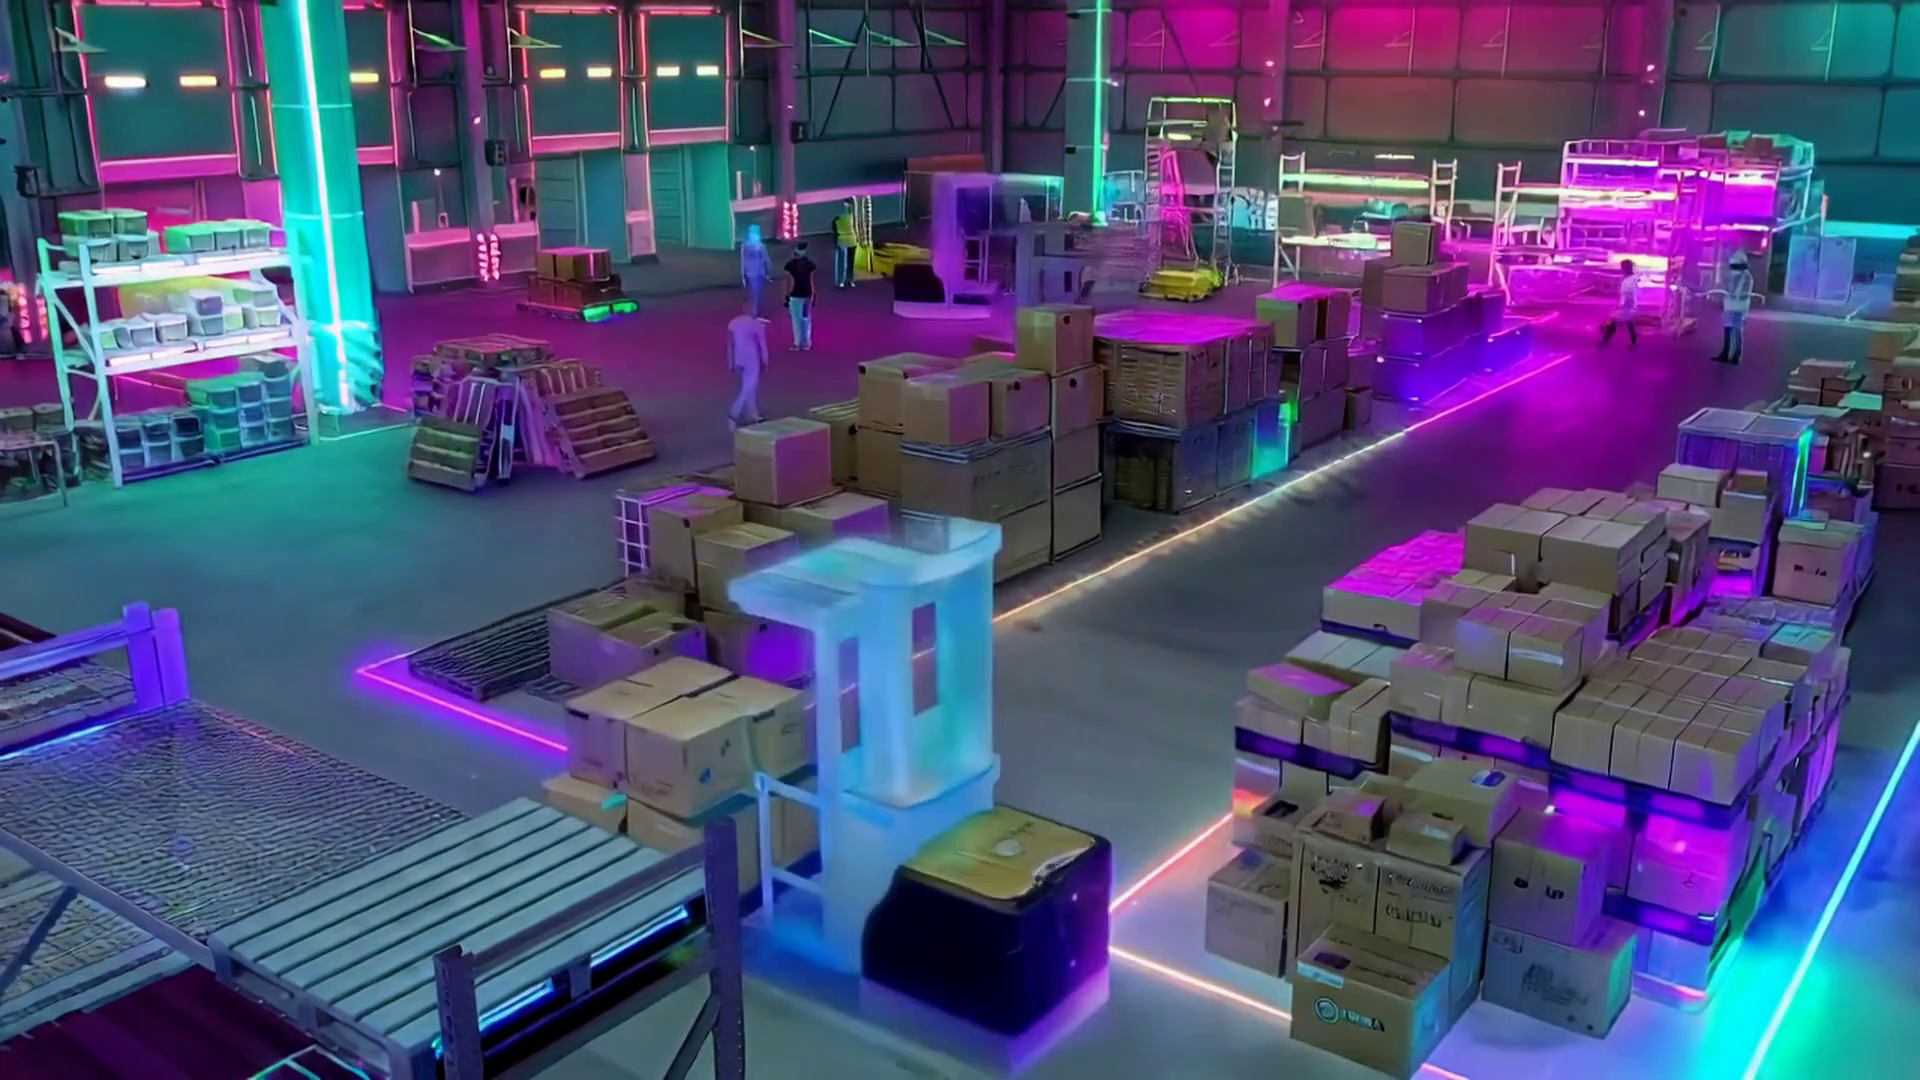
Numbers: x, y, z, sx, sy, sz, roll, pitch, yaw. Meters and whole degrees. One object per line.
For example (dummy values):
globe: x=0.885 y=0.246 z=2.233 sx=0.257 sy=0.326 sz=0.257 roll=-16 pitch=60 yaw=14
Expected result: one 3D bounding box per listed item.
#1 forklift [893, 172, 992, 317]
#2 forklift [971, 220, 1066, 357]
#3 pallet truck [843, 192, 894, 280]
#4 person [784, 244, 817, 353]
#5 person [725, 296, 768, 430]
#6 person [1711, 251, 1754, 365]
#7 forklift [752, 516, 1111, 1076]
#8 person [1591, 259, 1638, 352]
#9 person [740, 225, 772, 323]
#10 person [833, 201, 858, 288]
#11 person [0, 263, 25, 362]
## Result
forklift: x=-0.359 y=-5.968 z=33.535 sx=1.873 sy=2.768 sz=1.129 roll=3 pitch=17 yaw=9
forklift: x=1.164 y=-3.338 z=24.826 sx=1.873 sy=2.768 sz=1.129 roll=12 pitch=21 yaw=35
pallet truck: x=-1.936 y=-7.159 z=38.982 sx=1.885 sy=1.965 sz=0.823 roll=-12 pitch=21 yaw=-34
person: x=-2.845 y=-4.308 z=29.666 sx=0.636 sy=1.931 sz=0.377 roll=-9 pitch=19 yaw=-28
person: x=-3.092 y=-2.518 z=23.791 sx=0.623 sy=1.910 sz=0.871 roll=12 pitch=21 yaw=35
person: x=13.309 y=-3.991 z=28.596 sx=0.356 sy=1.938 sz=0.544 roll=-6 pitch=18 yaw=-18
forklift: x=-0.154 y=1.317 z=9.414 sx=1.873 sy=2.768 sz=1.129 roll=12 pitch=21 yaw=35
person: x=11.805 y=-4.195 z=29.734 sx=0.858 sy=1.652 sz=0.540 roll=5 pitch=17 yaw=15
person: x=-4.016 y=-5.237 z=32.774 sx=0.495 sy=1.923 sz=0.617 roll=11 pitch=20 yaw=33
person: x=-2.557 y=-6.638 z=37.405 sx=0.585 sy=1.918 sz=0.409 roll=4 pitch=17 yaw=12
person: x=-16.522 y=-3.957 z=28.891 sx=0.319 sy=1.697 sz=0.533 roll=-11 pitch=20 yaw=-32
